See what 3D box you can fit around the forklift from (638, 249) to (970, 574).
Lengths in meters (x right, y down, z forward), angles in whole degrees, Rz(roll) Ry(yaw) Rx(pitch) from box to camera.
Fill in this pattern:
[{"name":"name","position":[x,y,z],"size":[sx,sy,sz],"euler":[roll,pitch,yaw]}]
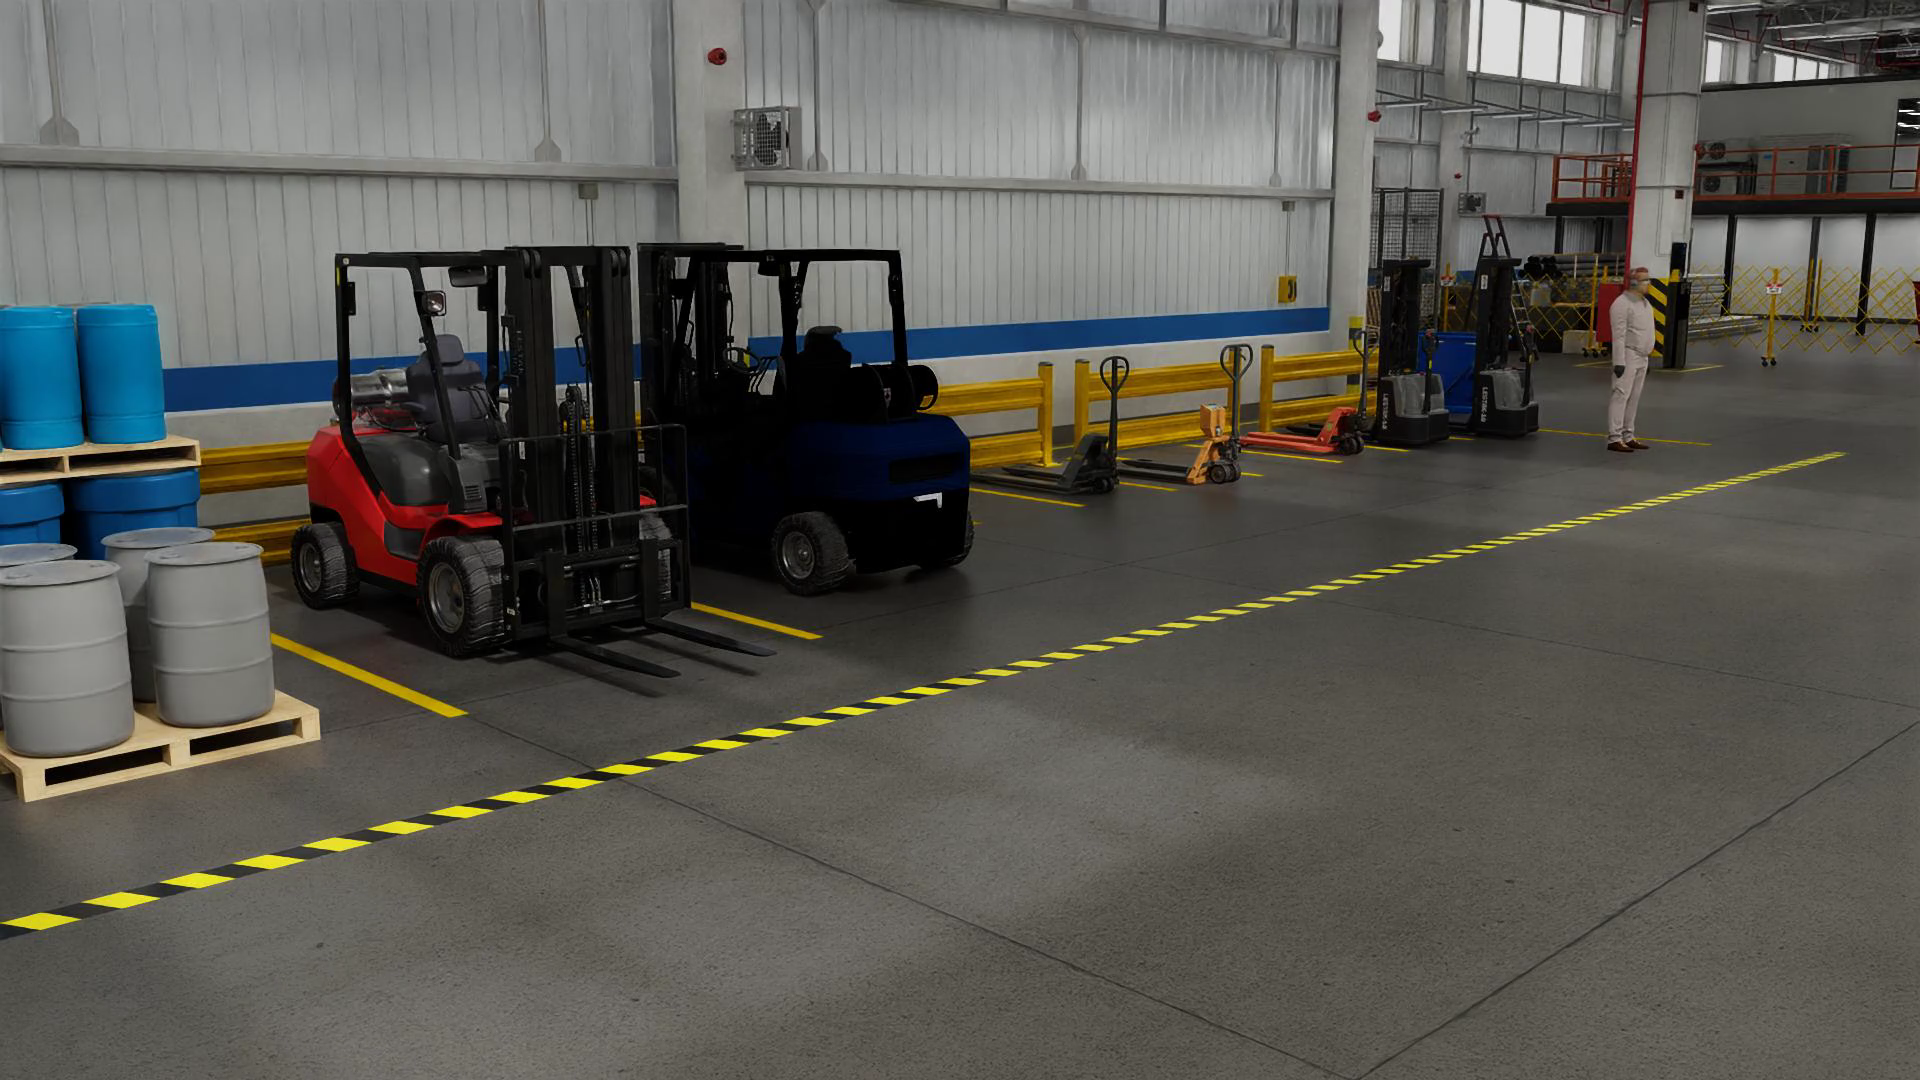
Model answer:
[{"name":"forklift","position":[-1.173,-0.958,11.239],"size":[2.680,1.987,1.157],"euler":[10,14,43]}]

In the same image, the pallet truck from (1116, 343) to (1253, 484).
[{"name":"pallet truck","position":[1.962,-1.215,15.415],"size":[1.522,1.261,0.704],"euler":[10,14,43]}]

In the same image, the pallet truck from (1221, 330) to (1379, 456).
[{"name":"pallet truck","position":[3.563,-1.581,17.381],"size":[0.653,1.274,1.630],"euler":[-10,14,-44]}]

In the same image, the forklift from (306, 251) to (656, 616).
[{"name":"forklift","position":[-2.833,-0.669,9.694],"size":[1.157,1.987,2.680],"euler":[-10,14,-44]}]

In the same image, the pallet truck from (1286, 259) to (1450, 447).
[{"name":"pallet truck","position":[4.493,-2.078,18.196],"size":[0.823,1.965,1.885],"euler":[-9,14,-40]}]

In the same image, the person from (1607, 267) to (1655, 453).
[{"name":"person","position":[7.008,-1.875,17.321],"size":[0.651,1.913,0.409],"euler":[-10,14,-42]}]

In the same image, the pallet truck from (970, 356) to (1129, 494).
[{"name":"pallet truck","position":[0.784,-1.085,14.876],"size":[0.680,1.201,1.601],"euler":[-10,14,-44]}]

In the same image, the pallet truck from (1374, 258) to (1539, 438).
[{"name":"pallet truck","position":[5.704,-2.208,18.901],"size":[1.885,1.965,0.823],"euler":[10,14,43]}]
